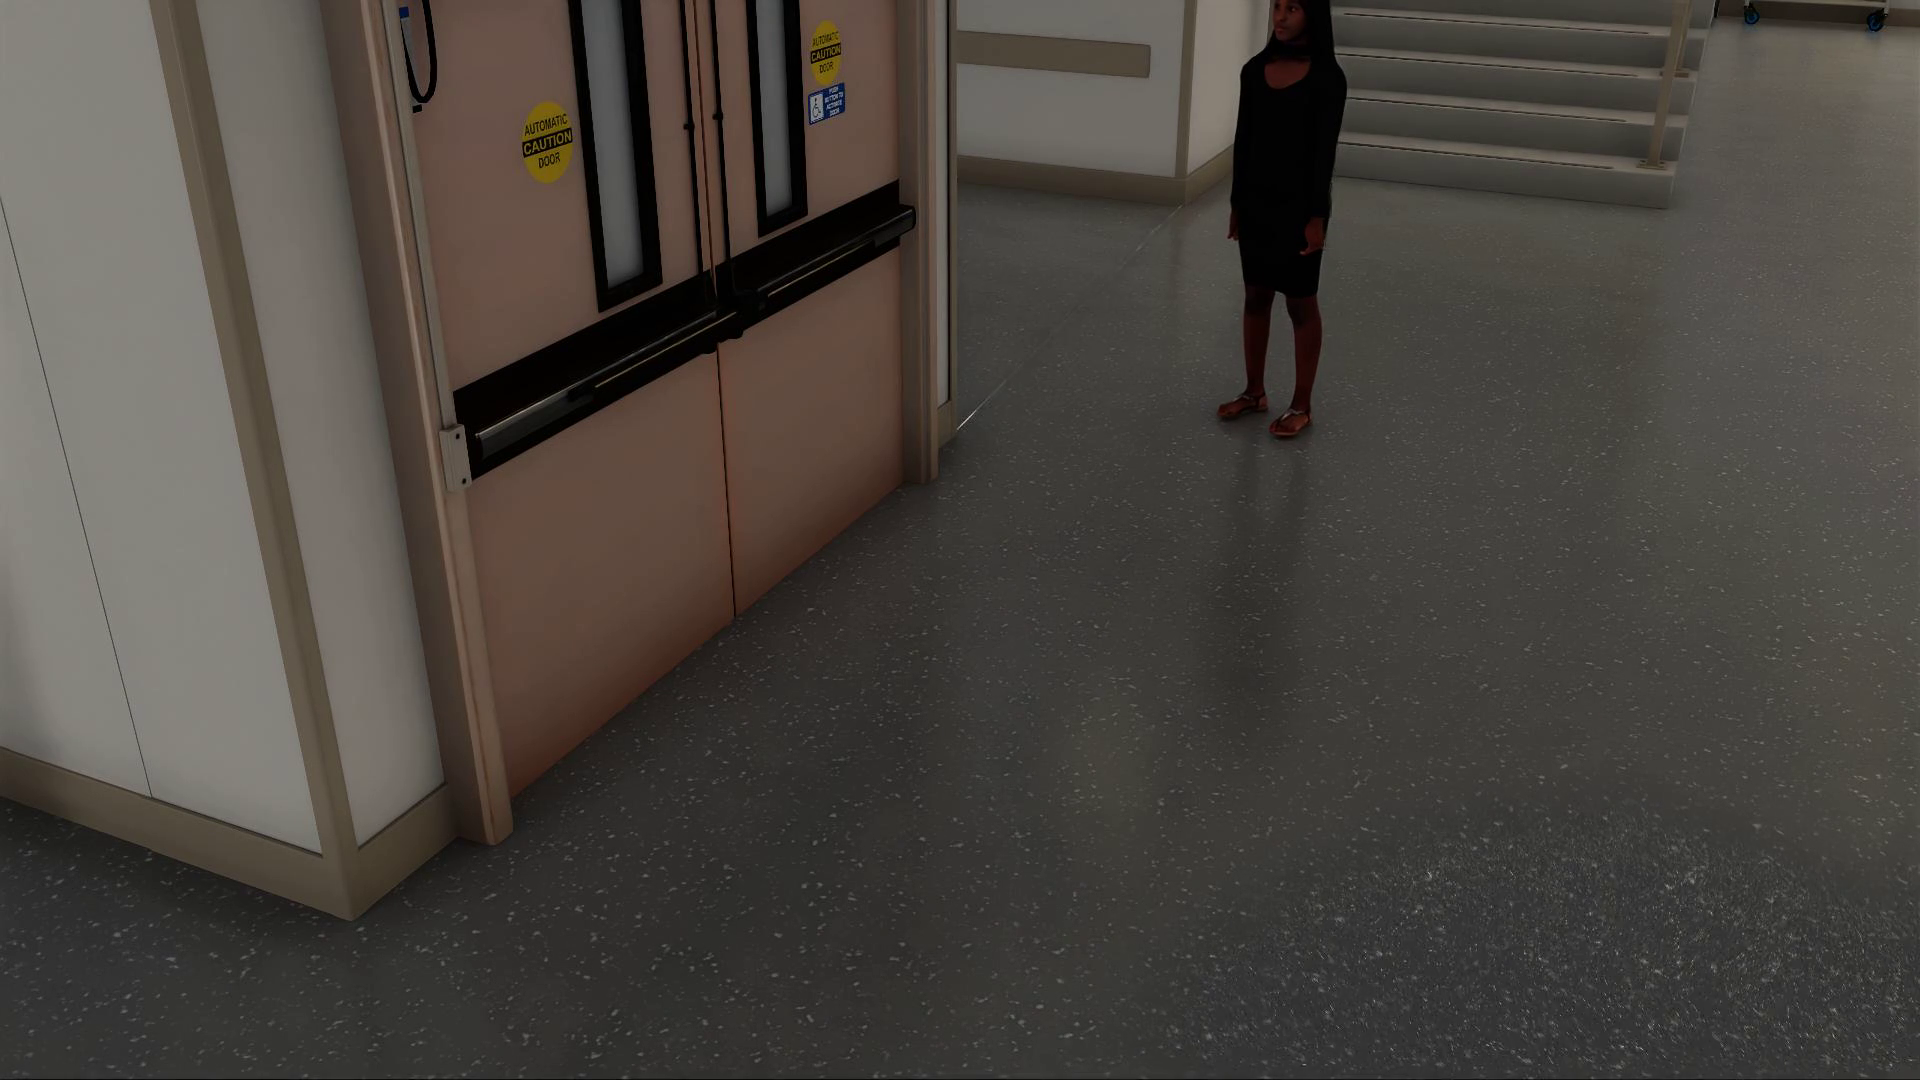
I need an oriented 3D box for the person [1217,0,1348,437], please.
[{"bbox_3d":[1.232,-1.254,6.323,0.661,1.722,0.610,22,34,38],"label":"person"}]
